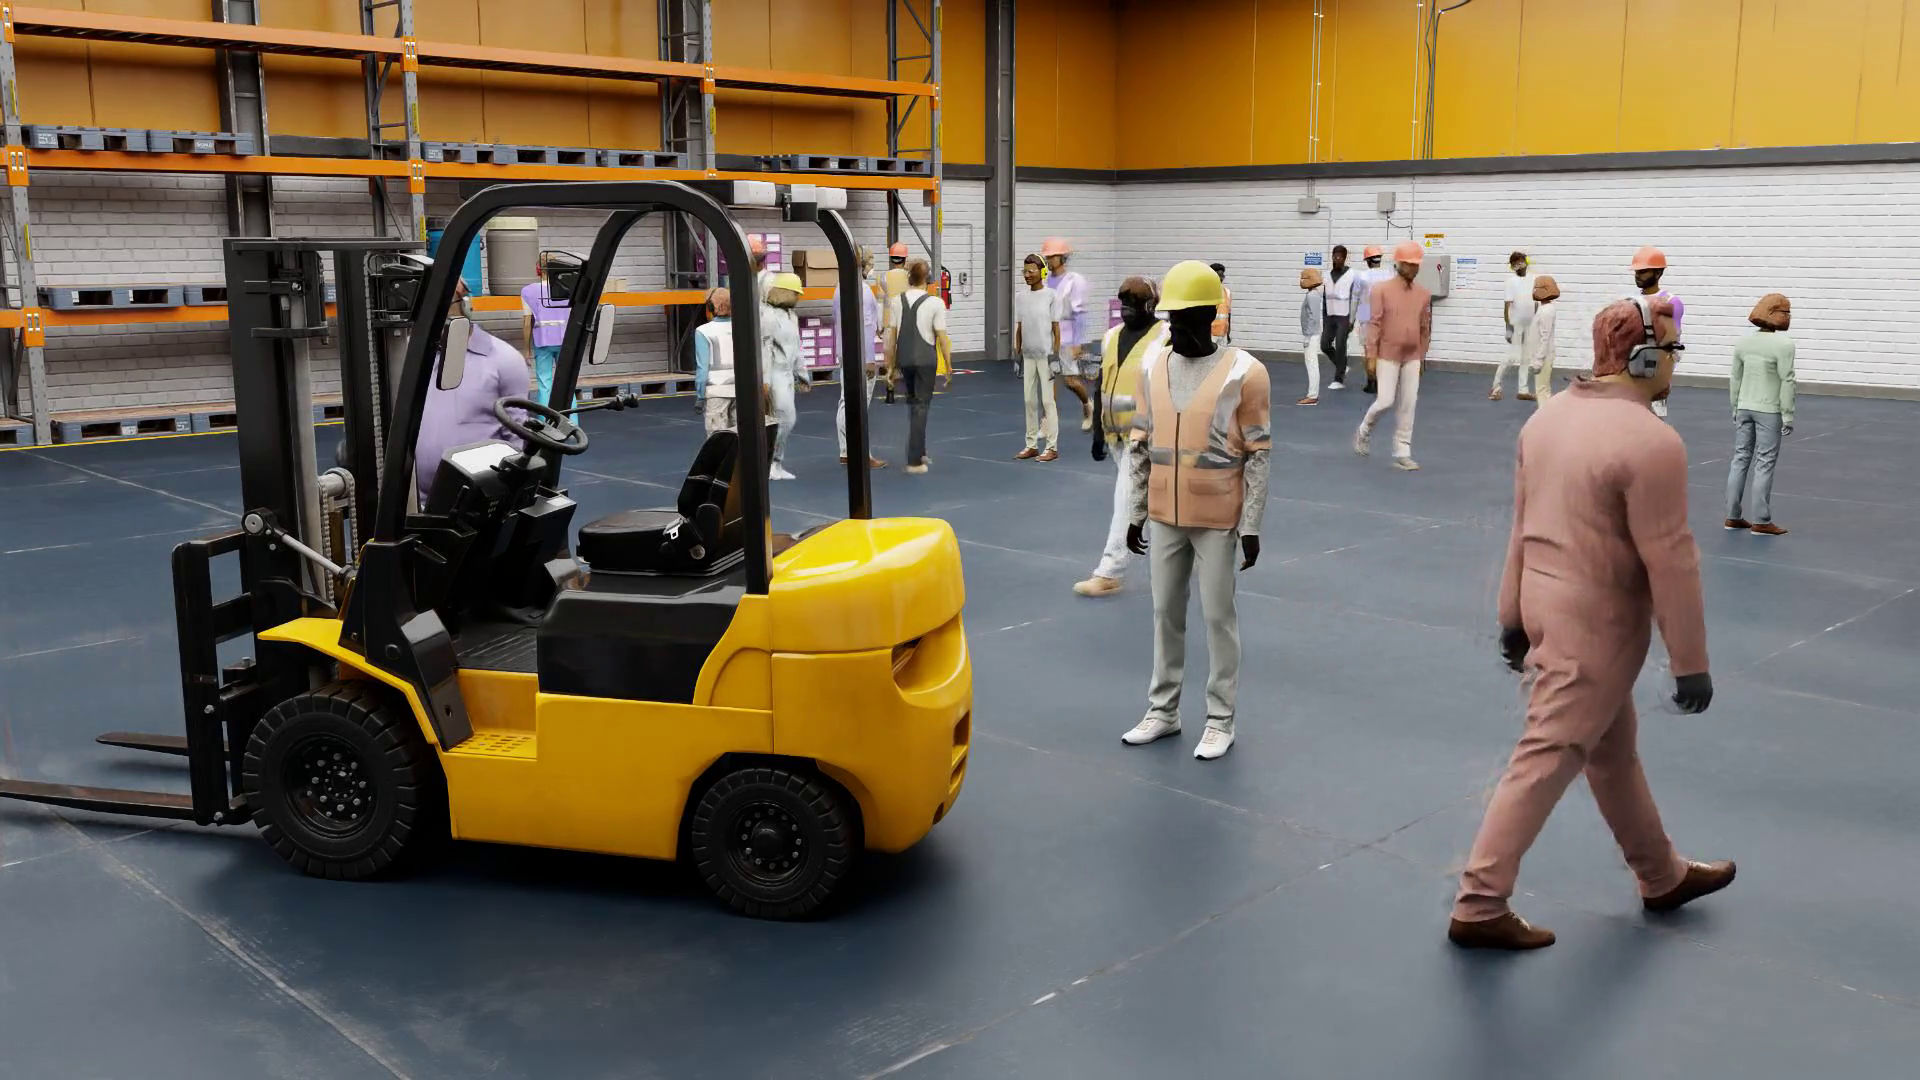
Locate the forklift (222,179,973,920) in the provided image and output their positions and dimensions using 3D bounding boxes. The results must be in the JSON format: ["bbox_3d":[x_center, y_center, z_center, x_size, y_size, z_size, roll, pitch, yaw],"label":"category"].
[{"bbox_3d":[-1.114,-0.058,5.440,2.313,2.155,1.214,2,11,13],"label":"forklift"}]

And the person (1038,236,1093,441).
[{"bbox_3d":[1.033,-2.005,16.559,0.622,2.019,0.830,9,14,40],"label":"person"}]

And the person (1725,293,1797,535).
[{"bbox_3d":[5.458,-0.854,11.309,0.275,1.632,0.507,-4,11,-19],"label":"person"}]

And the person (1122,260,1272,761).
[{"bbox_3d":[0.898,-0.109,6.446,0.593,1.925,0.384,8,13,37],"label":"person"}]

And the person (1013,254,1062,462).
[{"bbox_3d":[0.695,-1.628,14.933,0.501,1.861,0.327,8,13,37],"label":"person"}]

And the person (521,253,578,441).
[{"bbox_3d":[-4.002,-1.883,16.341,0.564,1.846,0.390,-4,11,-19],"label":"person"}]

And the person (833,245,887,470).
[{"bbox_3d":[-0.885,-1.574,14.415,0.372,1.937,0.627,-5,12,-26],"label":"person"}]

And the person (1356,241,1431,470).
[{"bbox_3d":[3.782,-1.607,14.467,0.616,1.977,0.615,-3,11,-17],"label":"person"}]

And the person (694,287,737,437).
[{"bbox_3d":[-1.768,-1.070,12.476,0.310,1.638,0.523,10,14,44],"label":"person"}]

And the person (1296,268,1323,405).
[{"bbox_3d":[4.191,-2.436,19.937,0.269,1.632,0.508,3,11,17],"label":"person"}]

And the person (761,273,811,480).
[{"bbox_3d":[-1.474,-1.331,13.698,0.410,1.710,0.510,4,11,19],"label":"person"}]

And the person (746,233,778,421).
[{"bbox_3d":[-2.028,-2.051,16.731,0.392,2.042,0.609,-5,12,-27],"label":"person"}]

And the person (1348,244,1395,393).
[{"bbox_3d":[5.312,-2.857,21.511,0.538,1.903,0.636,-1,10,-7],"label":"person"}]

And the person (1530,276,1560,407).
[{"bbox_3d":[5.638,-1.741,16.145,0.279,1.634,0.499,4,11,20],"label":"person"}]

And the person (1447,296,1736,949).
[{"bbox_3d":[1.854,0.248,4.711,1.003,1.848,0.667,-1,10,-7],"label":"person"}]

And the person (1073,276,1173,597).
[{"bbox_3d":[1.028,-0.610,9.541,0.972,1.798,0.637,-8,13,-36],"label":"person"}]

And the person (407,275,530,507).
[{"bbox_3d":[-2.077,-0.159,6.804,0.641,1.900,0.403,0,10,0],"label":"person"}]

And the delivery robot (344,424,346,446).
[{"bbox_3d":[-5.068,-0.950,14.525,0.477,0.478,0.707,2,10,9],"label":"delivery robot"}]

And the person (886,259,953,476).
[{"bbox_3d":[-0.302,-1.467,14.142,0.550,1.815,0.687,5,12,27],"label":"person"}]

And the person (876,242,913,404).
[{"bbox_3d":[-0.734,-2.606,20.030,0.543,1.939,0.360,1,10,4],"label":"person"}]

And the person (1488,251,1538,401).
[{"bbox_3d":[6.814,-2.610,20.353,0.653,1.837,0.504,-5,12,-27],"label":"person"}]

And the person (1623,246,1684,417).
[{"bbox_3d":[5.258,-1.283,12.824,0.362,1.938,0.545,-6,12,-28],"label":"person"}]

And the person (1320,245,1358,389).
[{"bbox_3d":[5.028,-2.944,21.993,0.493,1.896,0.588,-9,14,-40],"label":"person"}]

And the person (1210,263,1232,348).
[{"bbox_3d":[3.084,-2.514,20.215,0.529,1.689,0.321,-7,13,-34],"label":"person"}]
